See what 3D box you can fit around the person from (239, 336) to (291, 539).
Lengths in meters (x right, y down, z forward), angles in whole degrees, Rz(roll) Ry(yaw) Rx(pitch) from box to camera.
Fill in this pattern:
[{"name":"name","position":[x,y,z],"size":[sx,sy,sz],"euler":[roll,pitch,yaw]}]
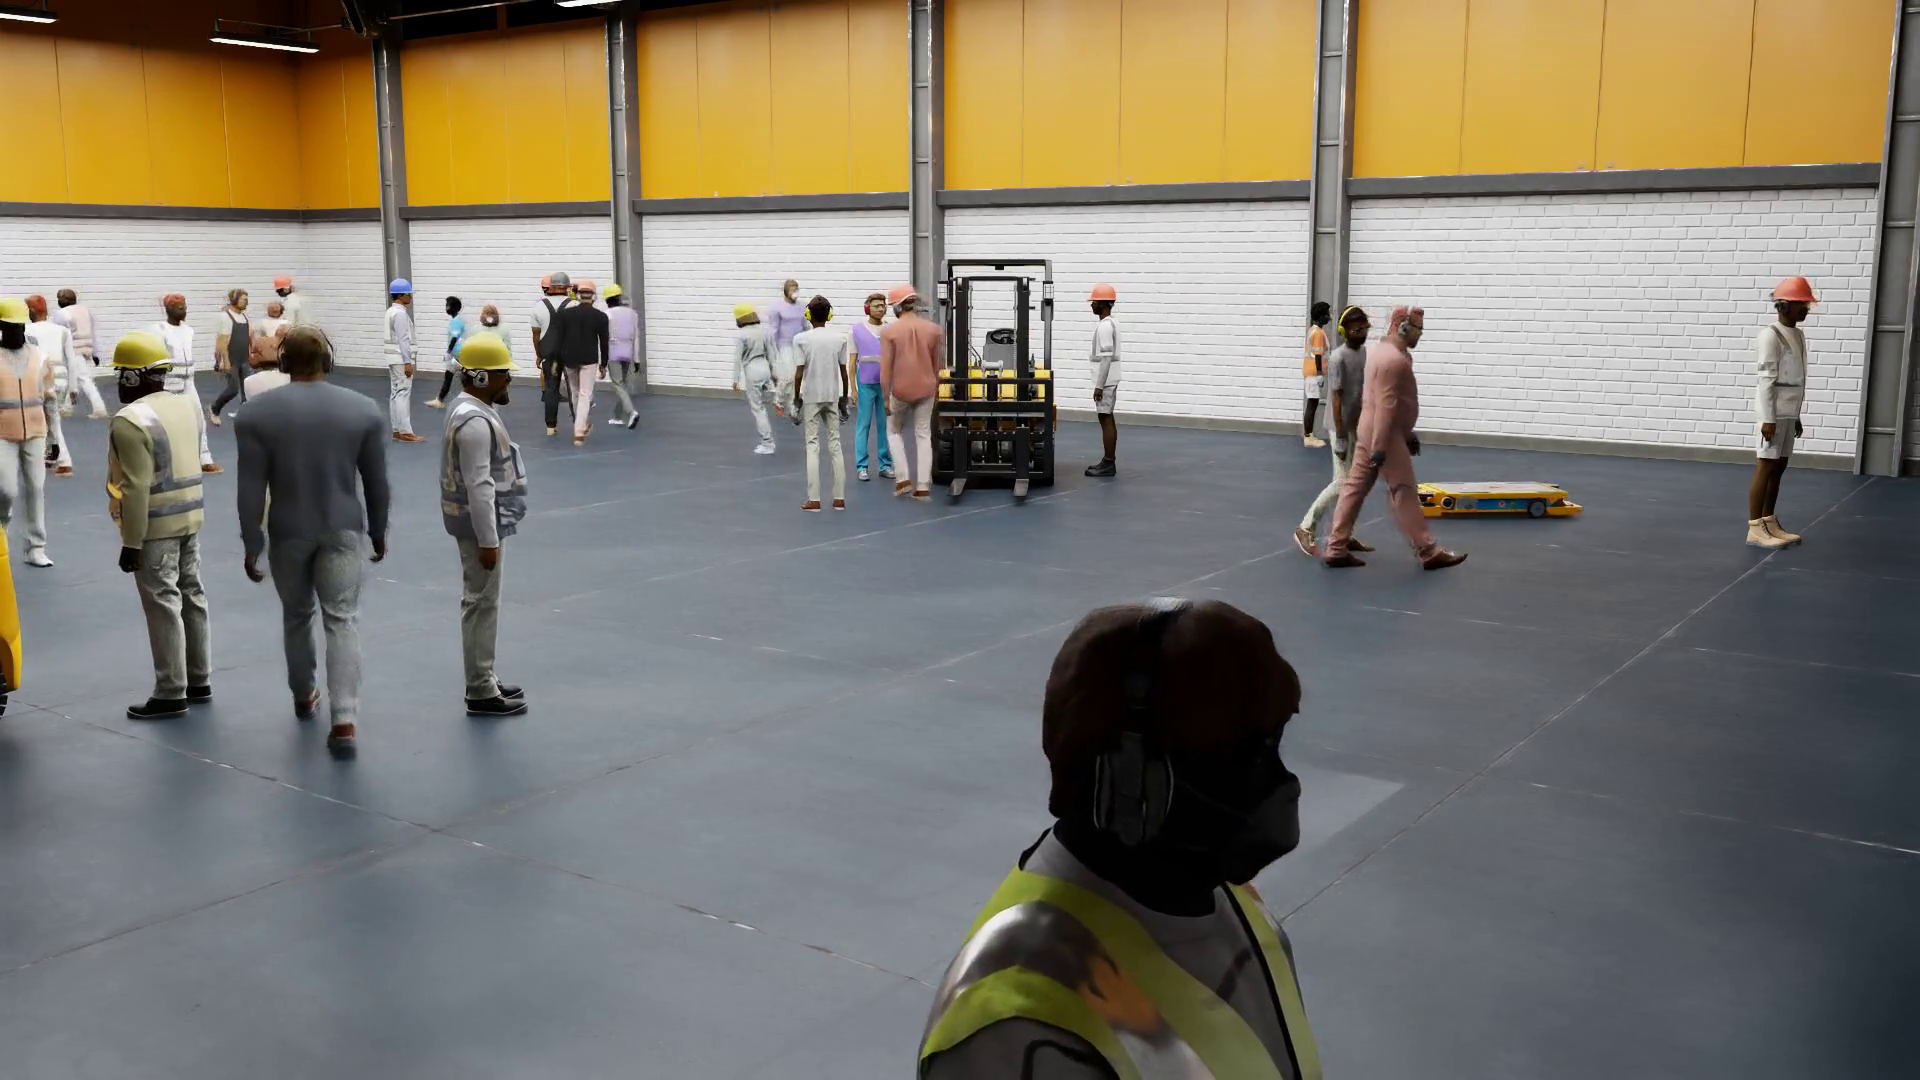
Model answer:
[{"name":"person","position":[-5.208,-0.761,12.719],"size":[0.841,1.593,0.514],"euler":[5,11,29]}]

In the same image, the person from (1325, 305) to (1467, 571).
[{"name":"person","position":[3.044,-0.699,11.579],"size":[0.995,1.842,0.670],"euler":[1,10,5]}]

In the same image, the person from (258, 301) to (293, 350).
[{"name":"person","position":[-9.537,-2.533,23.263],"size":[0.536,1.586,0.856],"euler":[0,10,0]}]

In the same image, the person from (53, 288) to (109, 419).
[{"name":"person","position":[-12.120,-2.545,22.798],"size":[0.989,1.791,0.638],"euler":[2,10,12]}]

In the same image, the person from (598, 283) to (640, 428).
[{"name":"person","position":[-4.409,-2.390,21.595],"size":[0.586,1.887,0.900],"euler":[-9,13,-42]}]

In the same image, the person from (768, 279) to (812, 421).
[{"name":"person","position":[-2.264,-2.557,22.460],"size":[0.636,1.925,0.426],"euler":[-9,13,-44]}]

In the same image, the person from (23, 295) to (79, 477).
[{"name":"person","position":[-9.238,-1.554,16.793],"size":[0.986,1.830,0.560],"euler":[6,11,30]}]

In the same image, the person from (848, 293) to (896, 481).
[{"name":"person","position":[-0.840,-1.512,16.434],"size":[0.565,1.850,0.390],"euler":[-5,11,-29]}]

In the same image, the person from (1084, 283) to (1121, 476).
[{"name":"person","position":[1.436,-1.602,16.714],"size":[0.358,1.938,0.542],"euler":[2,10,13]}]

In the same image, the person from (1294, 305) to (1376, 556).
[{"name":"person","position":[2.805,-0.799,12.239],"size":[0.469,1.847,0.583],"euler":[6,11,33]}]

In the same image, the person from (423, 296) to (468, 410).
[{"name":"person","position":[-7.286,-2.685,24.009],"size":[0.890,1.642,0.534],"euler":[-5,11,-27]}]

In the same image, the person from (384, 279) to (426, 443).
[{"name":"person","position":[-6.644,-2.128,19.809],"size":[0.390,1.949,0.602],"euler":[-6,11,-31]}]

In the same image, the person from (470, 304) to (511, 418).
[{"name":"person","position":[-6.036,-2.232,21.434],"size":[0.501,1.621,0.486],"euler":[-1,10,-8]}]

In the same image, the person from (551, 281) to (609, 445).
[{"name":"person","position":[-4.483,-2.111,19.803],"size":[0.669,1.914,1.023],"euler":[1,10,5]}]

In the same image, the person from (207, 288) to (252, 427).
[{"name":"person","position":[-9.204,-2.272,21.051],"size":[0.670,1.821,0.538],"euler":[3,10,18]}]

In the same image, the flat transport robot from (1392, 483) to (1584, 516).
[{"name":"flat transport robot","position":[4.510,-0.356,14.242],"size":[1.431,0.197,0.652],"euler":[-1,10,-3]}]

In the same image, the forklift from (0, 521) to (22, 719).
[{"name":"forklift","position":[-5.296,-0.090,6.943],"size":[1.214,2.155,2.313],"euler":[7,12,35]}]

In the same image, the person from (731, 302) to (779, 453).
[{"name":"person","position":[-2.300,-1.818,18.676],"size":[0.535,1.702,0.501],"euler":[7,12,35]}]

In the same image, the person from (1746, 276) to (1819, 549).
[{"name":"person","position":[6.219,-0.961,12.578],"size":[0.608,2.046,0.368],"euler":[-9,13,-44]}]

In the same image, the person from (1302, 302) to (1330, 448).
[{"name":"person","position":[4.141,-1.919,19.337],"size":[0.320,1.694,0.531],"euler":[2,10,9]}]

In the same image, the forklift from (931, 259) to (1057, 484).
[{"name":"forklift","position":[0.370,-1.738,16.759],"size":[1.214,2.155,2.313],"euler":[1,10,3]}]

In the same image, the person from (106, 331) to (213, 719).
[{"name":"person","position":[-3.808,-0.068,7.885],"size":[0.404,1.834,0.591],"euler":[1,10,5]}]

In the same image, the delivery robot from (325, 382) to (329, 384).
[{"name":"delivery robot","position":[-9.040,-2.082,23.401],"size":[0.477,0.478,0.707],"euler":[-8,12,-40]}]

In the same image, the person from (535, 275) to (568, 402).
[{"name":"person","position":[-6.271,-3.079,25.509],"size":[0.545,1.939,0.354],"euler":[8,13,41]}]

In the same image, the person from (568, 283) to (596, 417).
[{"name":"person","position":[-5.307,-2.625,23.031],"size":[0.386,1.859,0.548],"euler":[3,10,16]}]

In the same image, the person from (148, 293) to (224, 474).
[{"name":"person","position":[-7.993,-1.573,16.837],"size":[0.944,1.849,0.583],"euler":[3,10,20]}]

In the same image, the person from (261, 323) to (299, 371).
[{"name":"person","position":[-5.860,-1.079,14.539],"size":[0.519,1.626,0.432],"euler":[0,10,-3]}]

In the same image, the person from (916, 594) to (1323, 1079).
[{"name":"person","position":[0.201,0.964,1.719],"size":[0.429,1.844,0.627],"euler":[3,10,20]}]

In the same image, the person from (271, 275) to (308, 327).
[{"name":"person","position":[-10.002,-2.977,24.863],"size":[0.699,1.952,0.665],"euler":[-3,10,-15]}]

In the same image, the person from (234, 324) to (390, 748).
[{"name":"person","position":[-2.907,-0.030,7.532],"size":[0.647,1.884,1.051],"euler":[-4,10,-22]}]

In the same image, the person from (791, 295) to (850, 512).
[{"name":"person","position":[-1.207,-1.177,14.387],"size":[0.530,1.869,0.311],"euler":[-4,10,-23]}]

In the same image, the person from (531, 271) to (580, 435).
[{"name":"person","position":[-4.948,-2.324,20.707],"size":[0.686,2.000,0.535],"euler":[0,10,0]}]

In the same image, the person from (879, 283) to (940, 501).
[{"name":"person","position":[-0.447,-1.336,15.050],"size":[0.637,1.961,0.556],"euler":[-4,10,-22]}]

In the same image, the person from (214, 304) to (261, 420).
[{"name":"person","position":[-9.475,-2.289,21.825],"size":[0.839,1.587,0.517],"euler":[6,11,30]}]

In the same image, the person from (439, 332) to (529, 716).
[{"name":"person","position":[-2.263,-0.072,7.945],"size":[0.403,1.826,0.596],"euler":[-3,10,-19]}]

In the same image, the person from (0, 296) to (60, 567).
[{"name":"person","position":[-6.688,-0.760,11.764],"size":[0.538,1.914,0.612],"euler":[8,12,39]}]
